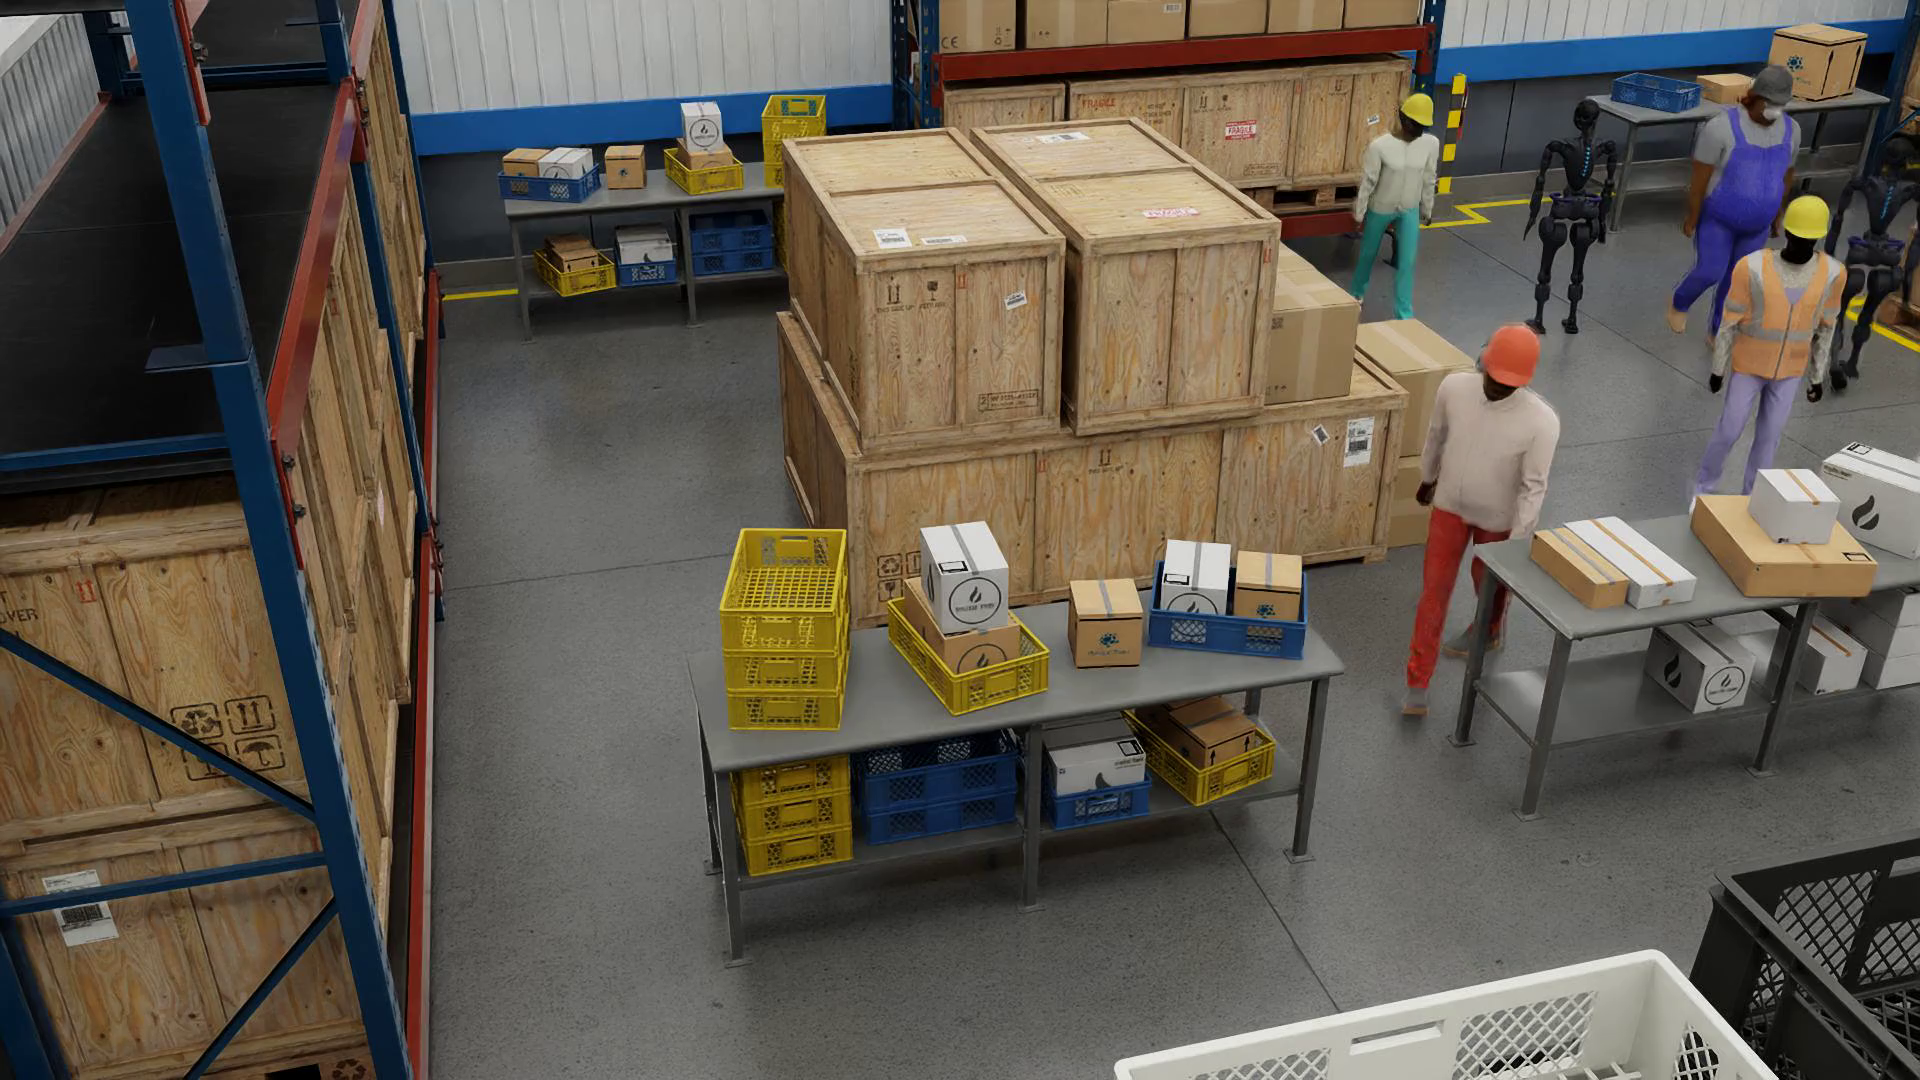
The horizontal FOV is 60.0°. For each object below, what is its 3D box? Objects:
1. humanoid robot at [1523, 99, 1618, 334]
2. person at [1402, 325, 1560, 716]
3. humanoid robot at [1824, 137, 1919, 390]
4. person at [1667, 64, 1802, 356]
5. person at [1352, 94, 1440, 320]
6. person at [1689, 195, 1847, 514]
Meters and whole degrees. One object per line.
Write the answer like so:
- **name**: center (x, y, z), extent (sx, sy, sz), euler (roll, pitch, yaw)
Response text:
- **humanoid robot**: center (4.325, -2.291, 11.812), extent (0.579, 1.652, 0.328), euler (1, 29, 1)
- **person**: center (2.368, -0.147, 7.678), extent (0.664, 1.914, 1.008), euler (21, 35, 33)
- **humanoid robot**: center (5.976, -1.806, 10.936), extent (0.592, 1.631, 0.576), euler (9, 30, 15)
- **person**: center (5.334, -2.258, 11.381), extent (0.695, 2.000, 0.579), euler (-1, 29, -3)
- **person**: center (3.109, -2.336, 11.856), extent (0.591, 1.710, 0.892), euler (-2, 29, -3)
- **person**: center (4.457, -0.965, 9.156), extent (0.589, 1.929, 0.371), euler (3, 29, 6)
